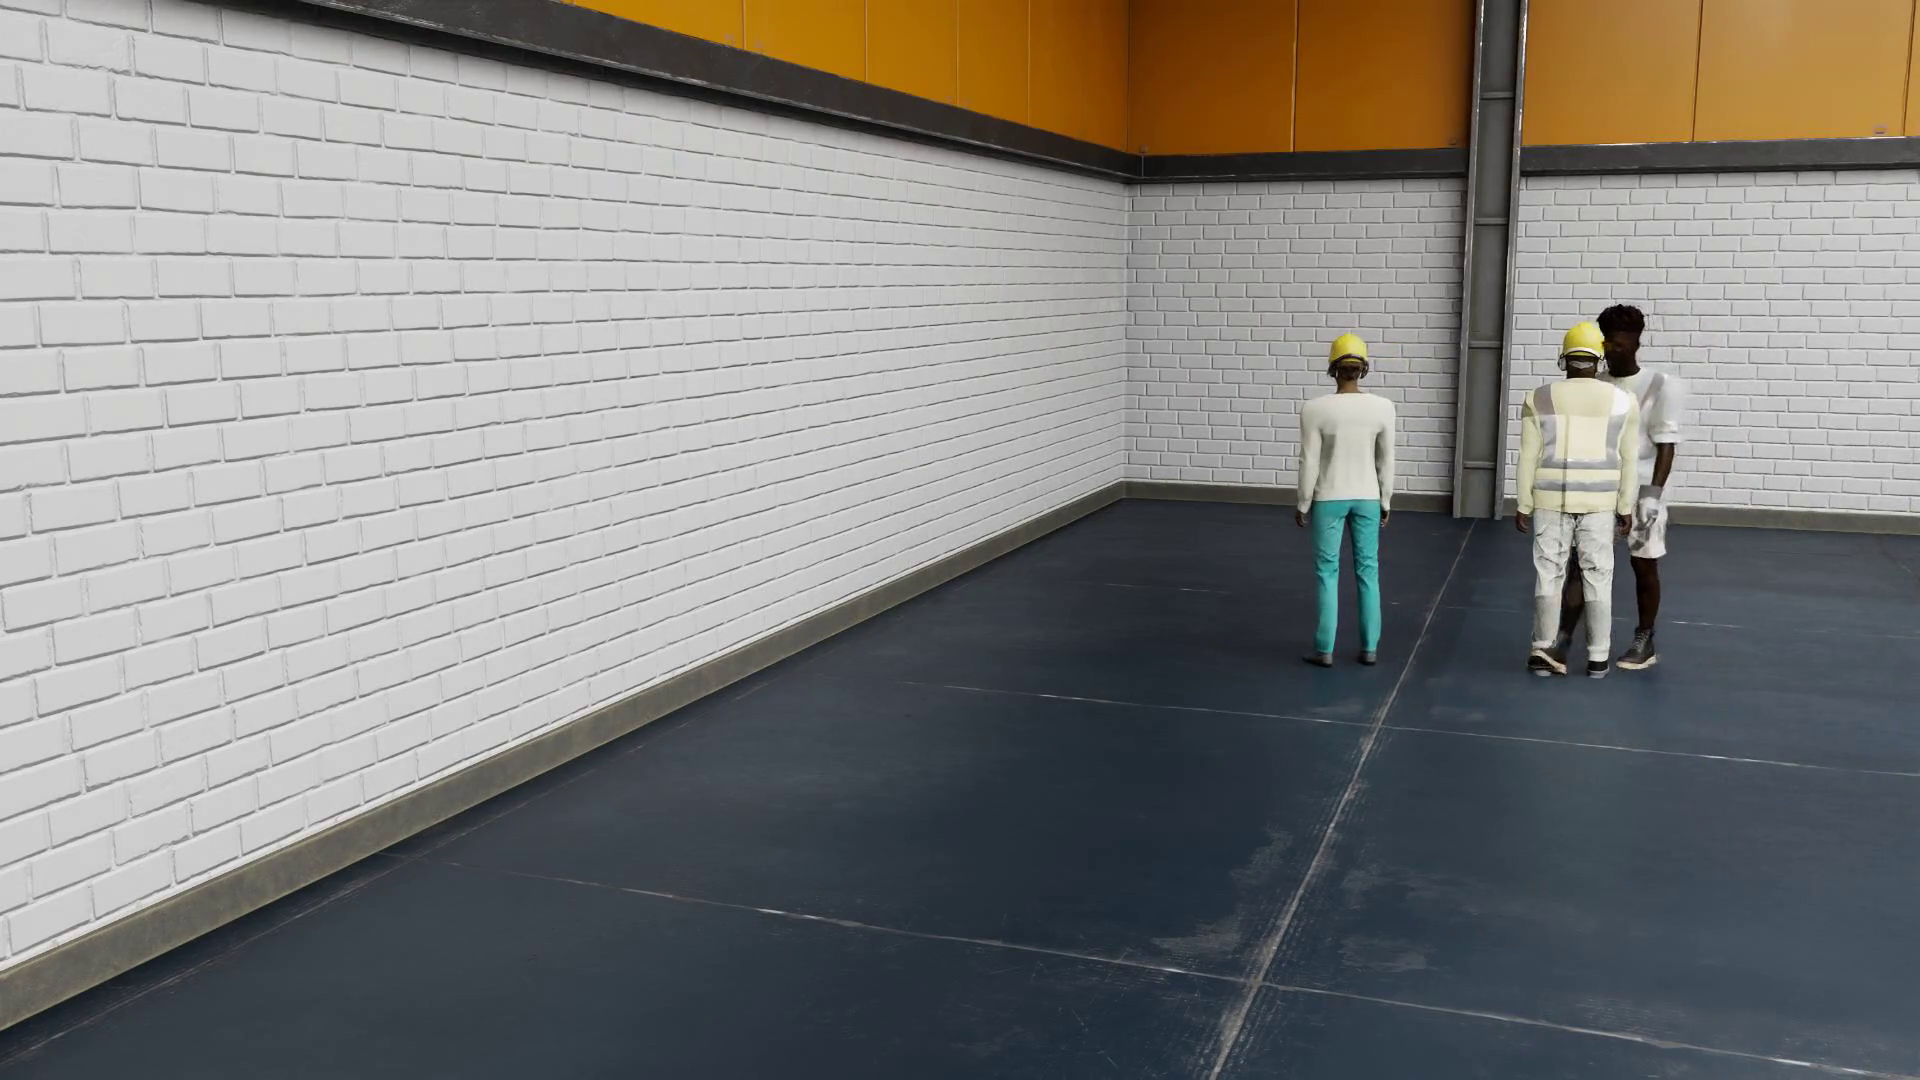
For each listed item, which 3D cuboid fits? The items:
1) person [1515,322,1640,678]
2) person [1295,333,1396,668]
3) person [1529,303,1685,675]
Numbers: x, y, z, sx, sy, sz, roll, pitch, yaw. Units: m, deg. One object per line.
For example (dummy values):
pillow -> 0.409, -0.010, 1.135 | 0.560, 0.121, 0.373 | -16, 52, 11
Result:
person -> 3.169, -0.201, 8.575 | 0.600, 1.829, 0.404 | 2, 9, 13
person -> 2.031, -0.206, 8.811 | 0.533, 1.767, 0.326 | -1, 9, -7
person -> 3.357, -0.243, 8.550 | 0.929, 1.917, 0.614 | -8, 12, -42
